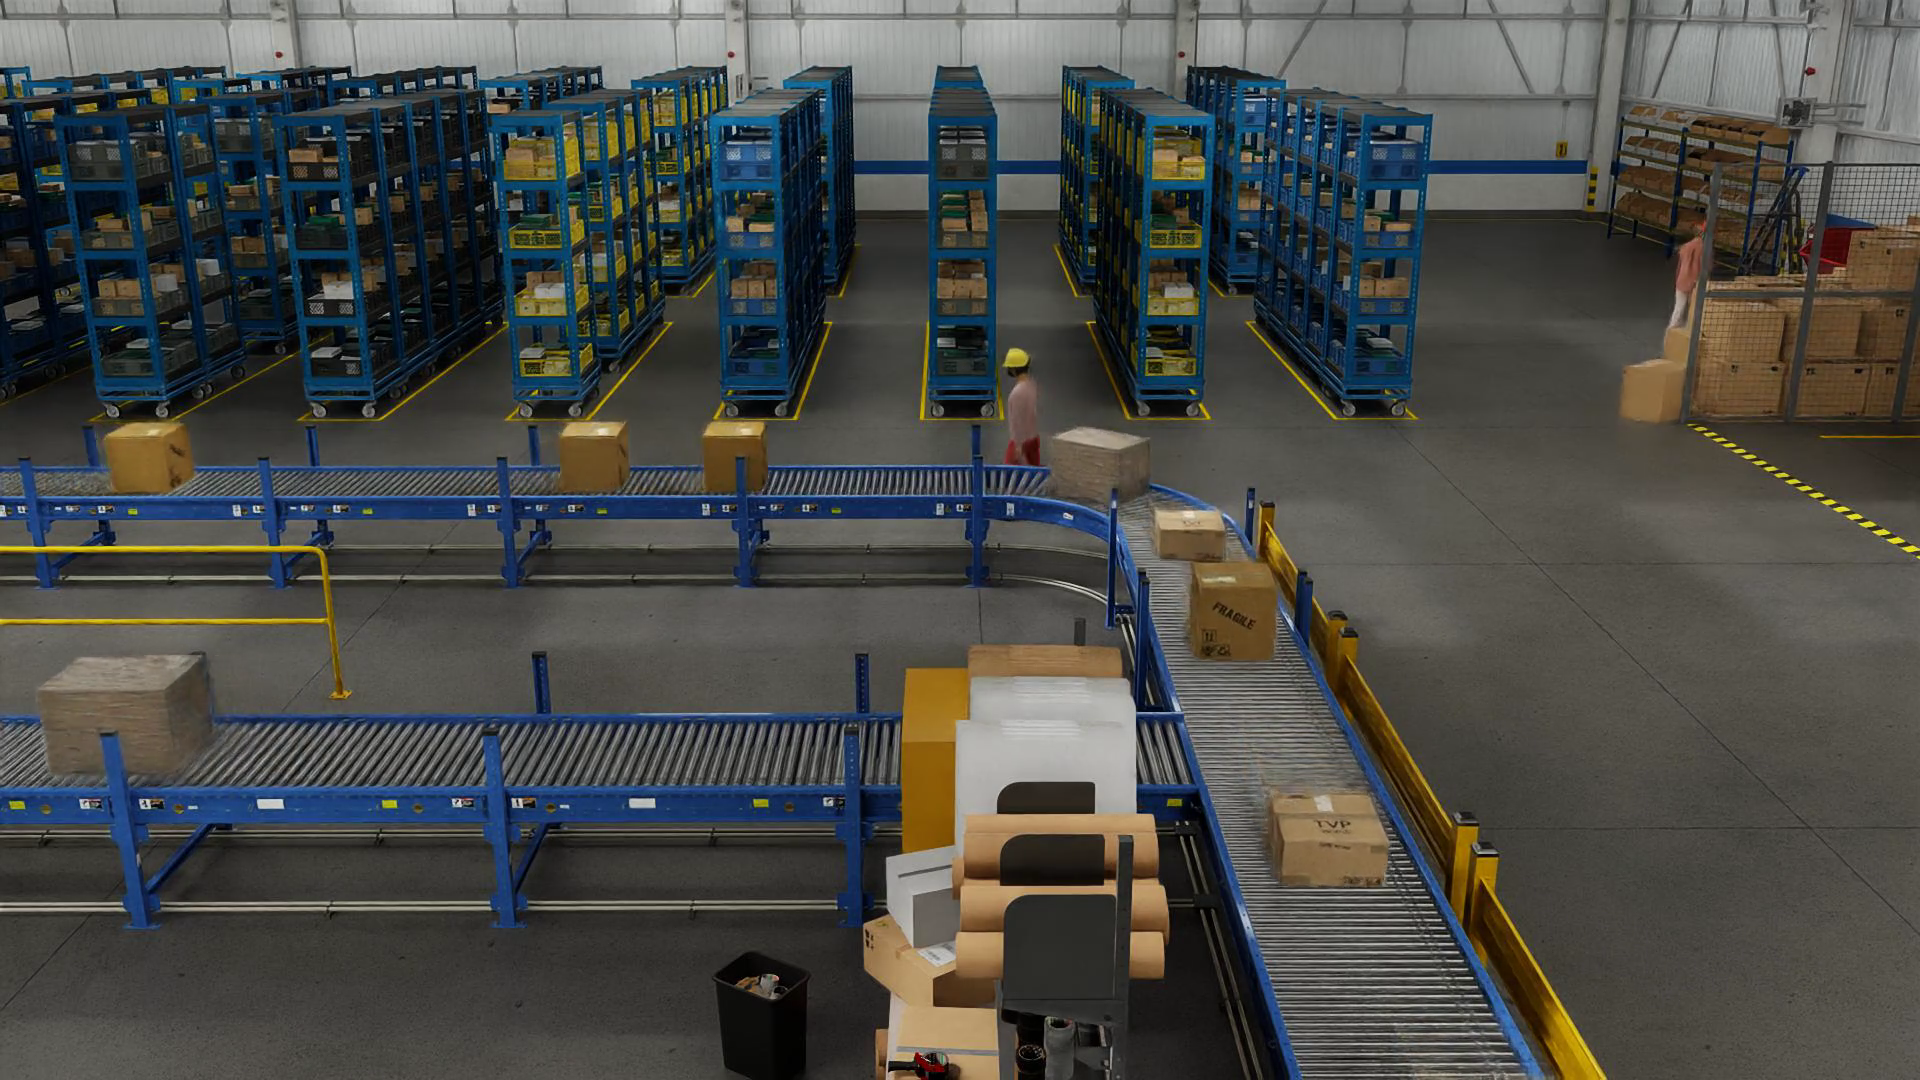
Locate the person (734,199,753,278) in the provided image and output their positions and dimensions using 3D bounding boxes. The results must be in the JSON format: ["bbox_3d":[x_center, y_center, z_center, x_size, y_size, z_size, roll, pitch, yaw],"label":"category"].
[{"bbox_3d":[-3.414,-4.636,27.009,0.967,1.791,0.588,2,18,5],"label":"person"}]

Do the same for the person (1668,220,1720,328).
[{"bbox_3d":[10.380,-3.547,23.447,1.006,1.915,0.653,-11,21,-30],"label":"person"}]

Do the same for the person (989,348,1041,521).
[{"bbox_3d":[0.678,-0.977,15.844,0.810,1.735,0.537,8,20,24],"label":"person"}]
